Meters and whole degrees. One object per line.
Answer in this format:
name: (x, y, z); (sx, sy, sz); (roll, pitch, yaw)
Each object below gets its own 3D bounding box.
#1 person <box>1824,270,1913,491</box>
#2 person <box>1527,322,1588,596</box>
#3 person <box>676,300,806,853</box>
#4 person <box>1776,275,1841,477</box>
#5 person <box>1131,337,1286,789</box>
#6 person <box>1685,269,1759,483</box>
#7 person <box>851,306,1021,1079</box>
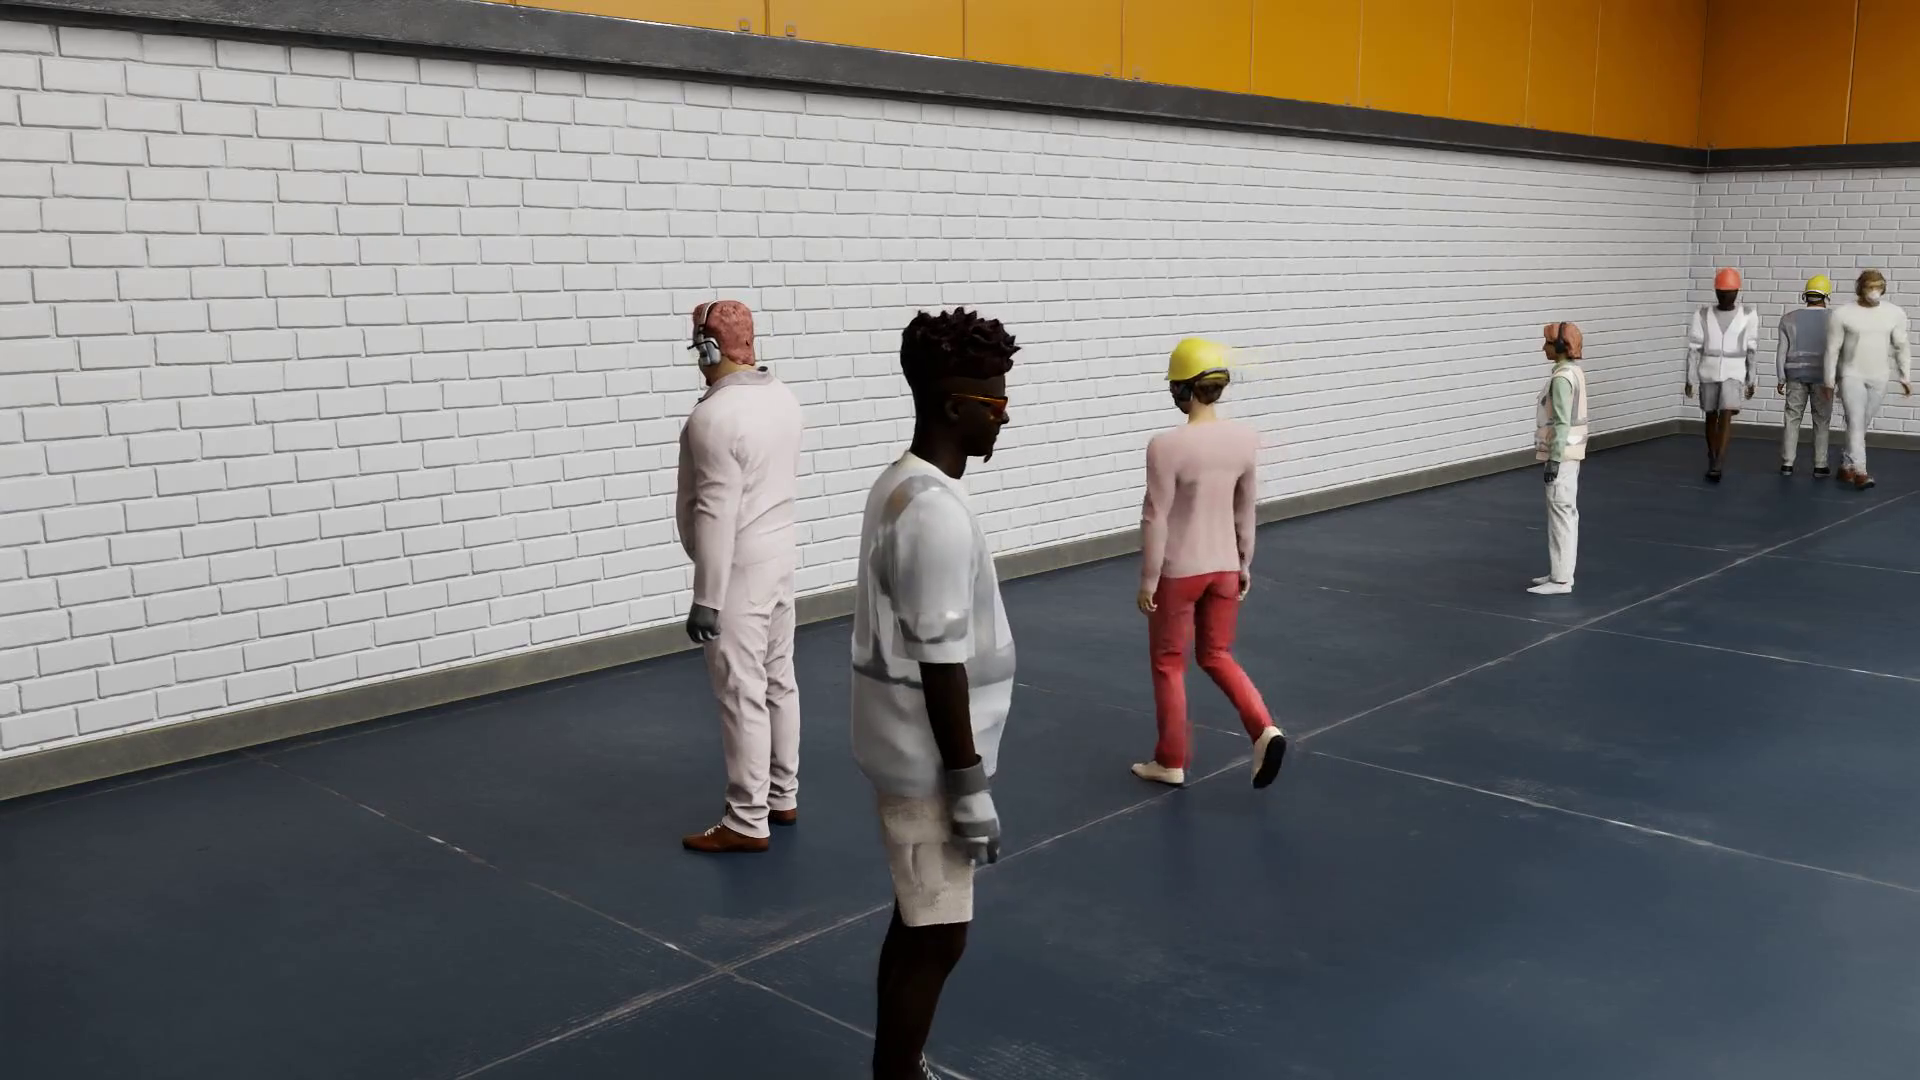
person: (7.854, -1.387, 14.426); (0.649, 1.890, 1.012); (1, 10, 7)
person: (3.599, -0.485, 9.987); (0.310, 1.638, 0.523); (5, 11, 26)
person: (-0.778, 0.130, 5.748); (0.401, 1.901, 0.642); (3, 11, 19)
person: (7.749, -1.487, 15.140); (0.590, 1.833, 0.404); (7, 12, 34)
person: (0.922, 0.117, 6.248); (0.532, 1.747, 0.611); (-7, 12, -33)
person: (6.815, -1.473, 14.912); (0.563, 1.884, 1.020); (5, 11, 29)
person: (-0.054, 0.464, 3.702); (0.378, 1.952, 0.609); (-1, 10, -4)
